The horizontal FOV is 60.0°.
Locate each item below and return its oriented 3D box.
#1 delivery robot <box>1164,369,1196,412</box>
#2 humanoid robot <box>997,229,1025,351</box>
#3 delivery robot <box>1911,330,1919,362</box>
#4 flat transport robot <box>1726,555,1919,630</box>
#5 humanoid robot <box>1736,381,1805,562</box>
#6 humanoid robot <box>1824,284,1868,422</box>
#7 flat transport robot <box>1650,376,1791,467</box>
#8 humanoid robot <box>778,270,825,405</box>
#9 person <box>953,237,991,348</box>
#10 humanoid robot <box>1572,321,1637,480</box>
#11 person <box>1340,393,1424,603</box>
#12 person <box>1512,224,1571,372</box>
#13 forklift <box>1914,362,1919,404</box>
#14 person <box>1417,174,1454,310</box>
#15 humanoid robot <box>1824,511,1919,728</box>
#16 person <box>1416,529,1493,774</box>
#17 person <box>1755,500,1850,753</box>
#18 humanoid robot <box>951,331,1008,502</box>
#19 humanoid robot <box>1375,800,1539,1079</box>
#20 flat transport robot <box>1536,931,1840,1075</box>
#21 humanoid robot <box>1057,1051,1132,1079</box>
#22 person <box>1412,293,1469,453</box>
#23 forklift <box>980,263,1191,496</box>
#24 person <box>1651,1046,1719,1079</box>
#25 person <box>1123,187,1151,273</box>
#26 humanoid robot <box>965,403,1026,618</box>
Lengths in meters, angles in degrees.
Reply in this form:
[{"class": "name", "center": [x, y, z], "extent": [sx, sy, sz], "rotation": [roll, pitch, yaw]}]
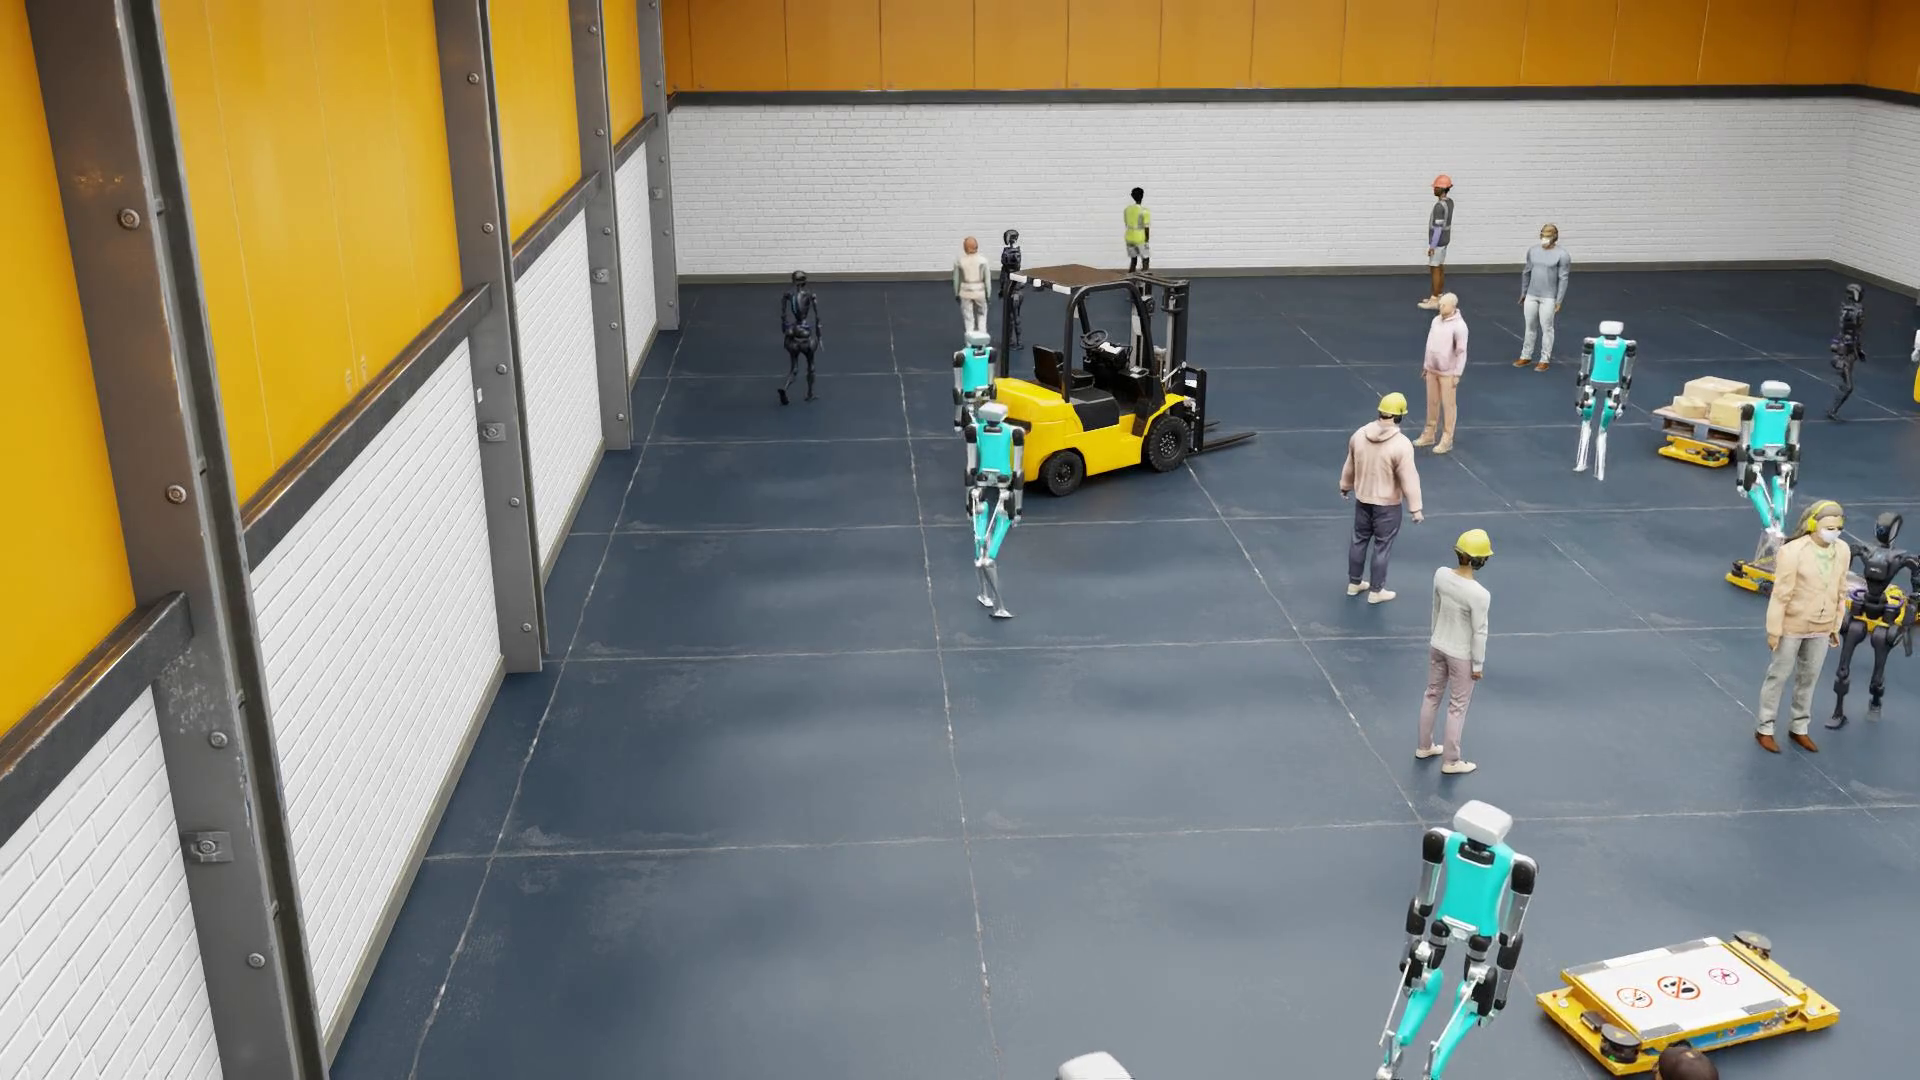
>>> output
[{"class": "delivery robot", "center": [2.479, -1.755, 19.980], "extent": [0.765, 0.585, 0.499], "rotation": [6, 21, 15]}, {"class": "humanoid robot", "center": [0.717, -3.465, 23.004], "extent": [0.315, 1.657, 0.599], "rotation": [-8, 22, -20]}, {"class": "delivery robot", "center": [13.115, -2.583, 22.238], "extent": [0.525, 0.587, 0.747], "rotation": [-1, 20, -3]}, {"class": "flat transport robot", "center": [7.507, 0.430, 14.455], "extent": [0.659, 0.231, 1.431], "rotation": [-13, 24, -31]}, {"class": "humanoid robot", "center": [7.226, -0.467, 14.796], "extent": [0.539, 1.774, 0.808], "rotation": [3, 20, 7]}, {"class": "humanoid robot", "center": [10.496, -2.199, 19.587], "extent": [0.611, 1.648, 0.410], "rotation": [-18, 26, -39]}, {"class": "flat transport robot", "center": [8.512, -1.088, 18.591], "extent": [1.431, 0.231, 0.659], "rotation": [-15, 25, -35]}, {"class": "humanoid robot", "center": [-1.978, -2.467, 20.326], "extent": [0.600, 1.630, 0.642], "rotation": [10, 22, 25]}, {"class": "person", "center": [0.170, -3.339, 22.750], "extent": [0.520, 1.617, 0.553], "rotation": [1, 20, 2]}, {"class": "humanoid robot", "center": [6.737, -1.483, 17.537], "extent": [0.530, 1.760, 0.806], "rotation": [5, 21, 14]}, {"class": "person", "center": [3.593, -0.357, 14.300], "extent": [0.435, 1.853, 0.825], "rotation": [-17, 26, -38]}, {"class": "person", "center": [7.667, -3.198, 21.921], "extent": [0.362, 1.937, 0.634], "rotation": [-17, 26, -38]}, {"class": "forklift", "center": [12.602, -2.435, 19.475], "extent": [2.313, 2.155, 1.214], "rotation": [-1, 20, -4]}, {"class": "person", "center": [7.311, -4.567, 25.501], "extent": [0.371, 2.043, 0.612], "rotation": [11, 23, 28]}, {"class": "humanoid robot", "center": [6.606, 0.576, 12.035], "extent": [0.601, 1.657, 0.529], "rotation": [18, 27, 40]}, {"class": "person", "center": [3.418, 0.757, 11.406], "extent": [0.330, 1.759, 0.514], "rotation": [-10, 22, -24]}, {"class": "person", "center": [5.923, 0.596, 11.692], "extent": [0.559, 1.870, 0.407], "rotation": [-3, 20, -8]}, {"class": "humanoid robot", "center": [0.294, -1.122, 16.707], "extent": [0.554, 1.890, 0.760], "rotation": [-15, 25, -35]}, {"class": "humanoid robot", "center": [2.224, 2.128, 7.685], "extent": [0.553, 1.756, 0.838], "rotation": [13, 24, 32]}, {"class": "flat transport robot", "center": [3.895, 2.469, 8.901], "extent": [1.431, 0.231, 0.659], "rotation": [-6, 21, -17]}, {"class": "humanoid robot", "center": [0.598, 2.742, 6.019], "extent": [0.542, 1.737, 0.975], "rotation": [-16, 25, -37]}, {"class": "person", "center": [5.391, -1.874, 18.533], "extent": [0.400, 1.781, 0.535], "rotation": [-12, 23, -29]}, {"class": "forklift", "center": [1.315, -1.764, 17.646], "extent": [2.313, 2.155, 1.214], "rotation": [-14, 24, -33]}, {"class": "person", "center": [2.607, 2.662, 6.198], "extent": [0.476, 1.768, 0.370], "rotation": [-3, 20, -9]}, {"class": "person", "center": [2.865, -4.820, 26.707], "extent": [0.564, 1.675, 0.436], "rotation": [18, 27, 40]}, {"class": "humanoid robot", "center": [0.234, -0.208, 14.057], "extent": [0.606, 1.771, 0.864], "rotation": [7, 21, 19]}]
